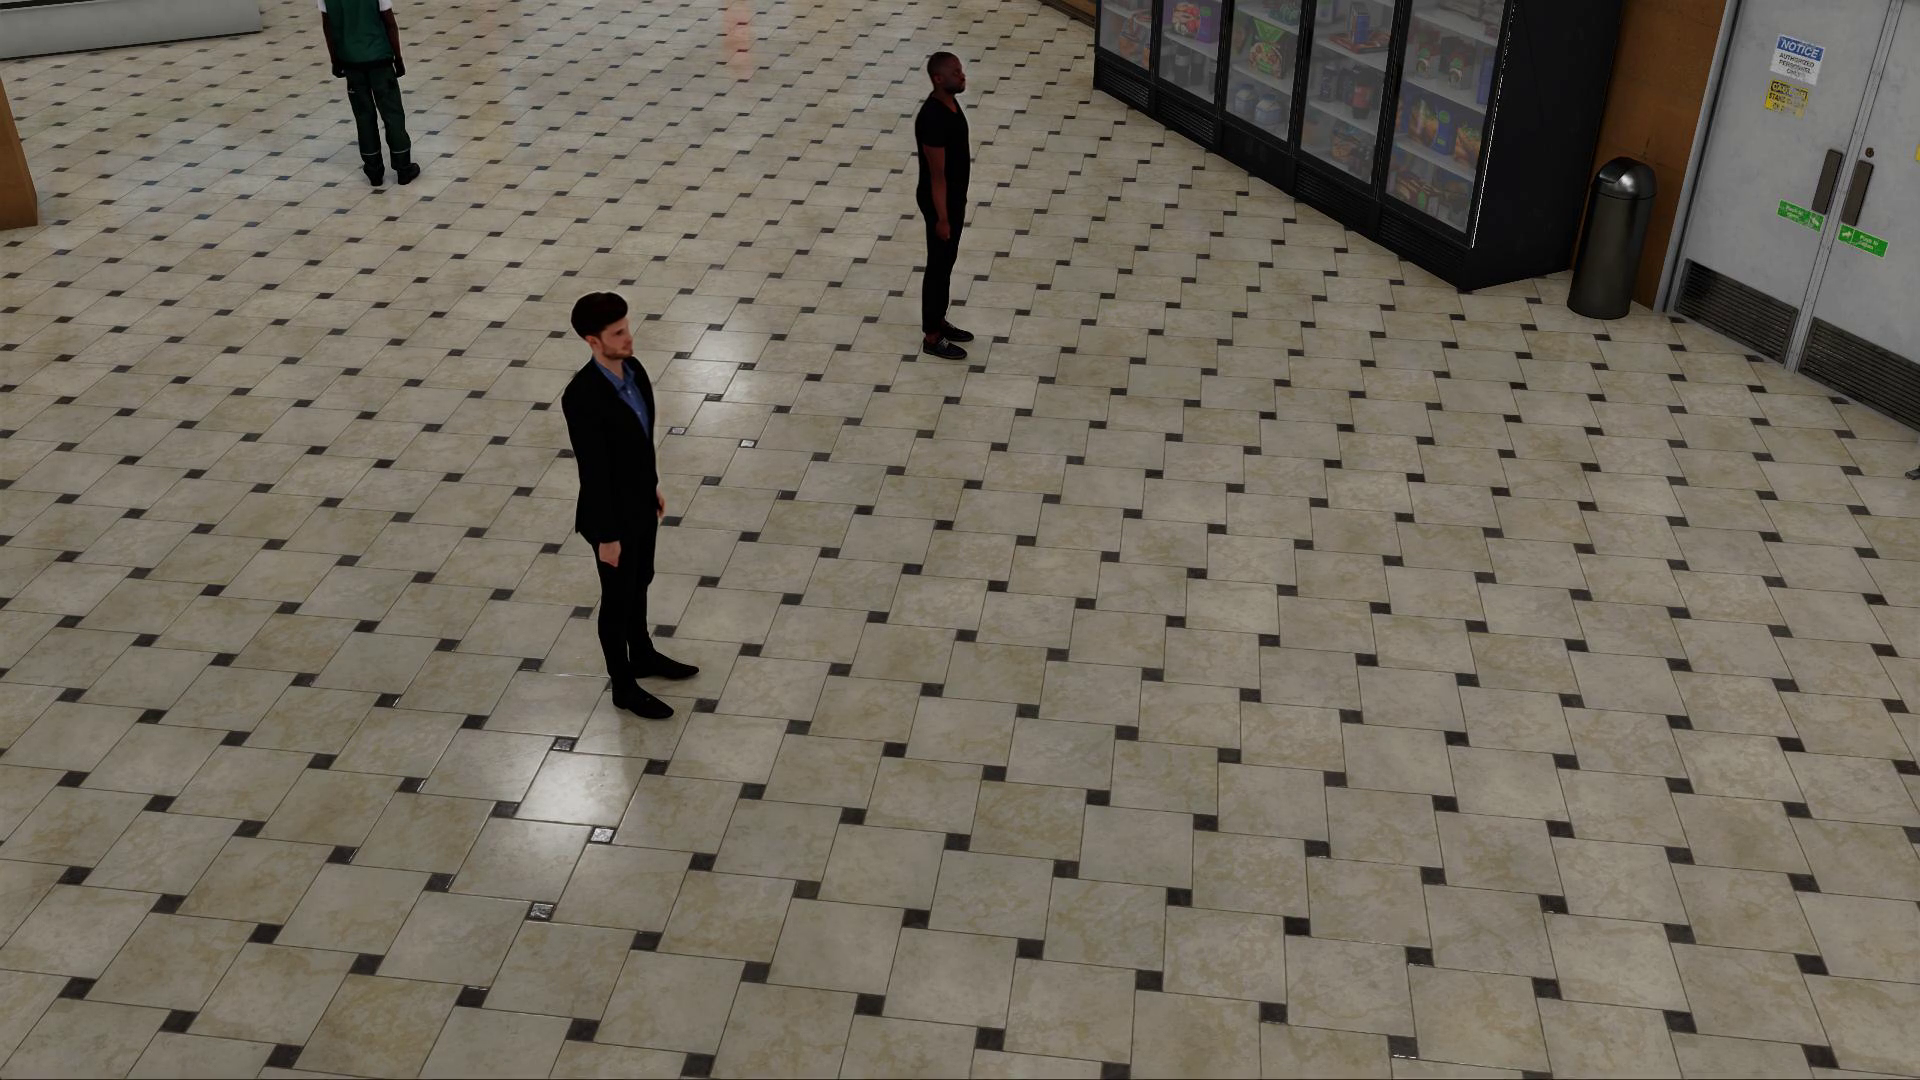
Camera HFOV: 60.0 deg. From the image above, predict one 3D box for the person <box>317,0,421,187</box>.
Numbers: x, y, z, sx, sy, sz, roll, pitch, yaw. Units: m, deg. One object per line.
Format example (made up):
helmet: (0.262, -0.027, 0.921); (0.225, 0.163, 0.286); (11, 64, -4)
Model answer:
person: (-4.413, -3.562, 12.379); (0.648, 1.838, 0.815); (-3, 32, -6)

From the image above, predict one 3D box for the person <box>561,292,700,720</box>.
person: (-1.396, -0.144, 6.839); (0.822, 1.886, 0.790); (7, 33, 11)

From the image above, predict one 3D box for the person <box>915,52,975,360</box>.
person: (-0.103, -1.984, 9.860); (0.772, 1.820, 0.750); (6, 32, 9)
